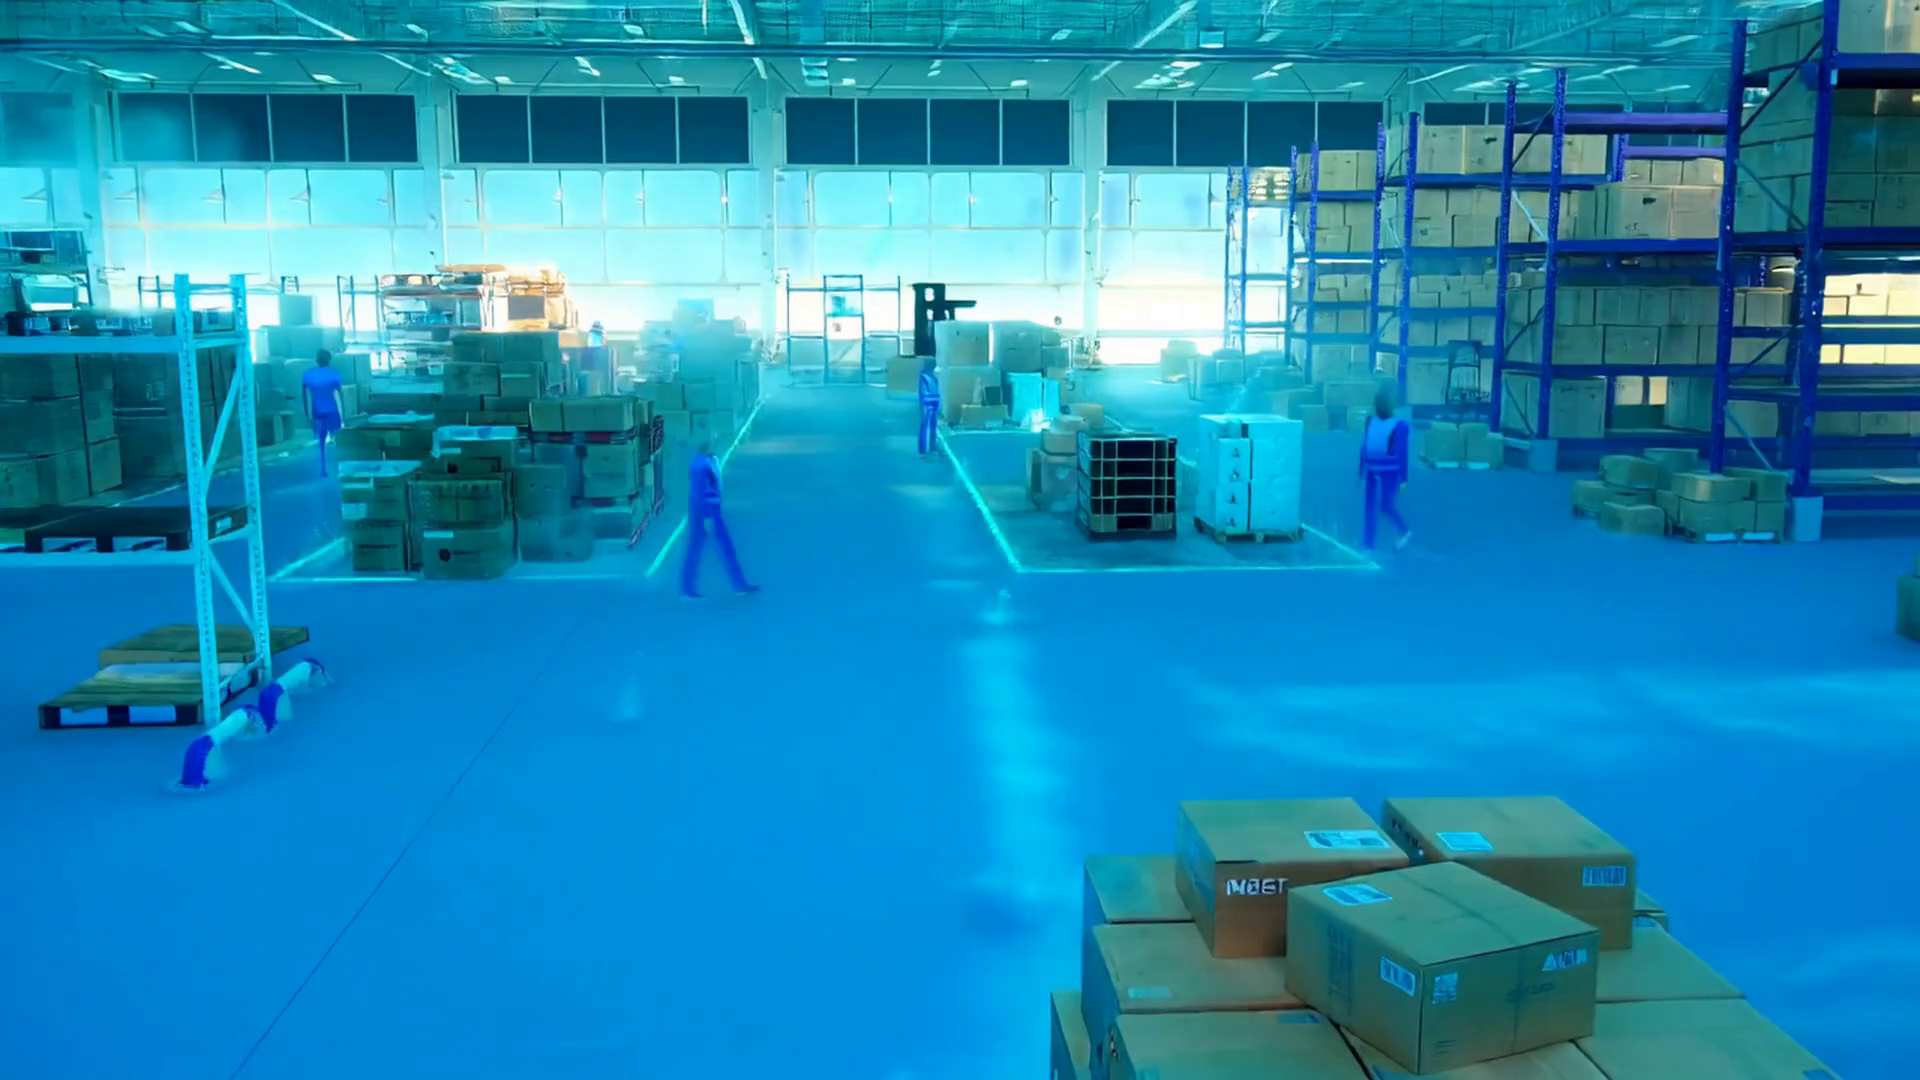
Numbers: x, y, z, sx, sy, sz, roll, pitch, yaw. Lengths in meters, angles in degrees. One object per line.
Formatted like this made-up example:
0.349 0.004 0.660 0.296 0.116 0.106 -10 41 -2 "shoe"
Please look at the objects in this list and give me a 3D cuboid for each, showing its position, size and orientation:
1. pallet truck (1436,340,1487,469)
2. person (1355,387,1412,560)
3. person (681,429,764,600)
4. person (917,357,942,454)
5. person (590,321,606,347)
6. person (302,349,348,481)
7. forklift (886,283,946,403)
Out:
8.004 -2.170 26.422 0.823 1.965 1.885 2 9 14 "pallet truck"
4.535 -0.705 17.647 0.587 1.866 0.616 -6 11 -34 "person"
-2.241 -0.227 15.411 0.817 1.601 0.545 2 9 11 "person"
-0.521 -2.276 28.189 0.308 1.645 0.514 8 12 42 "person"
-8.754 -4.332 40.234 0.432 1.921 0.547 -4 10 -23 "person"
-9.315 -1.832 24.480 0.632 1.940 0.372 0 9 2 "person"
-0.750 -4.708 39.590 1.873 2.768 1.129 -7 11 -36 "forklift"
